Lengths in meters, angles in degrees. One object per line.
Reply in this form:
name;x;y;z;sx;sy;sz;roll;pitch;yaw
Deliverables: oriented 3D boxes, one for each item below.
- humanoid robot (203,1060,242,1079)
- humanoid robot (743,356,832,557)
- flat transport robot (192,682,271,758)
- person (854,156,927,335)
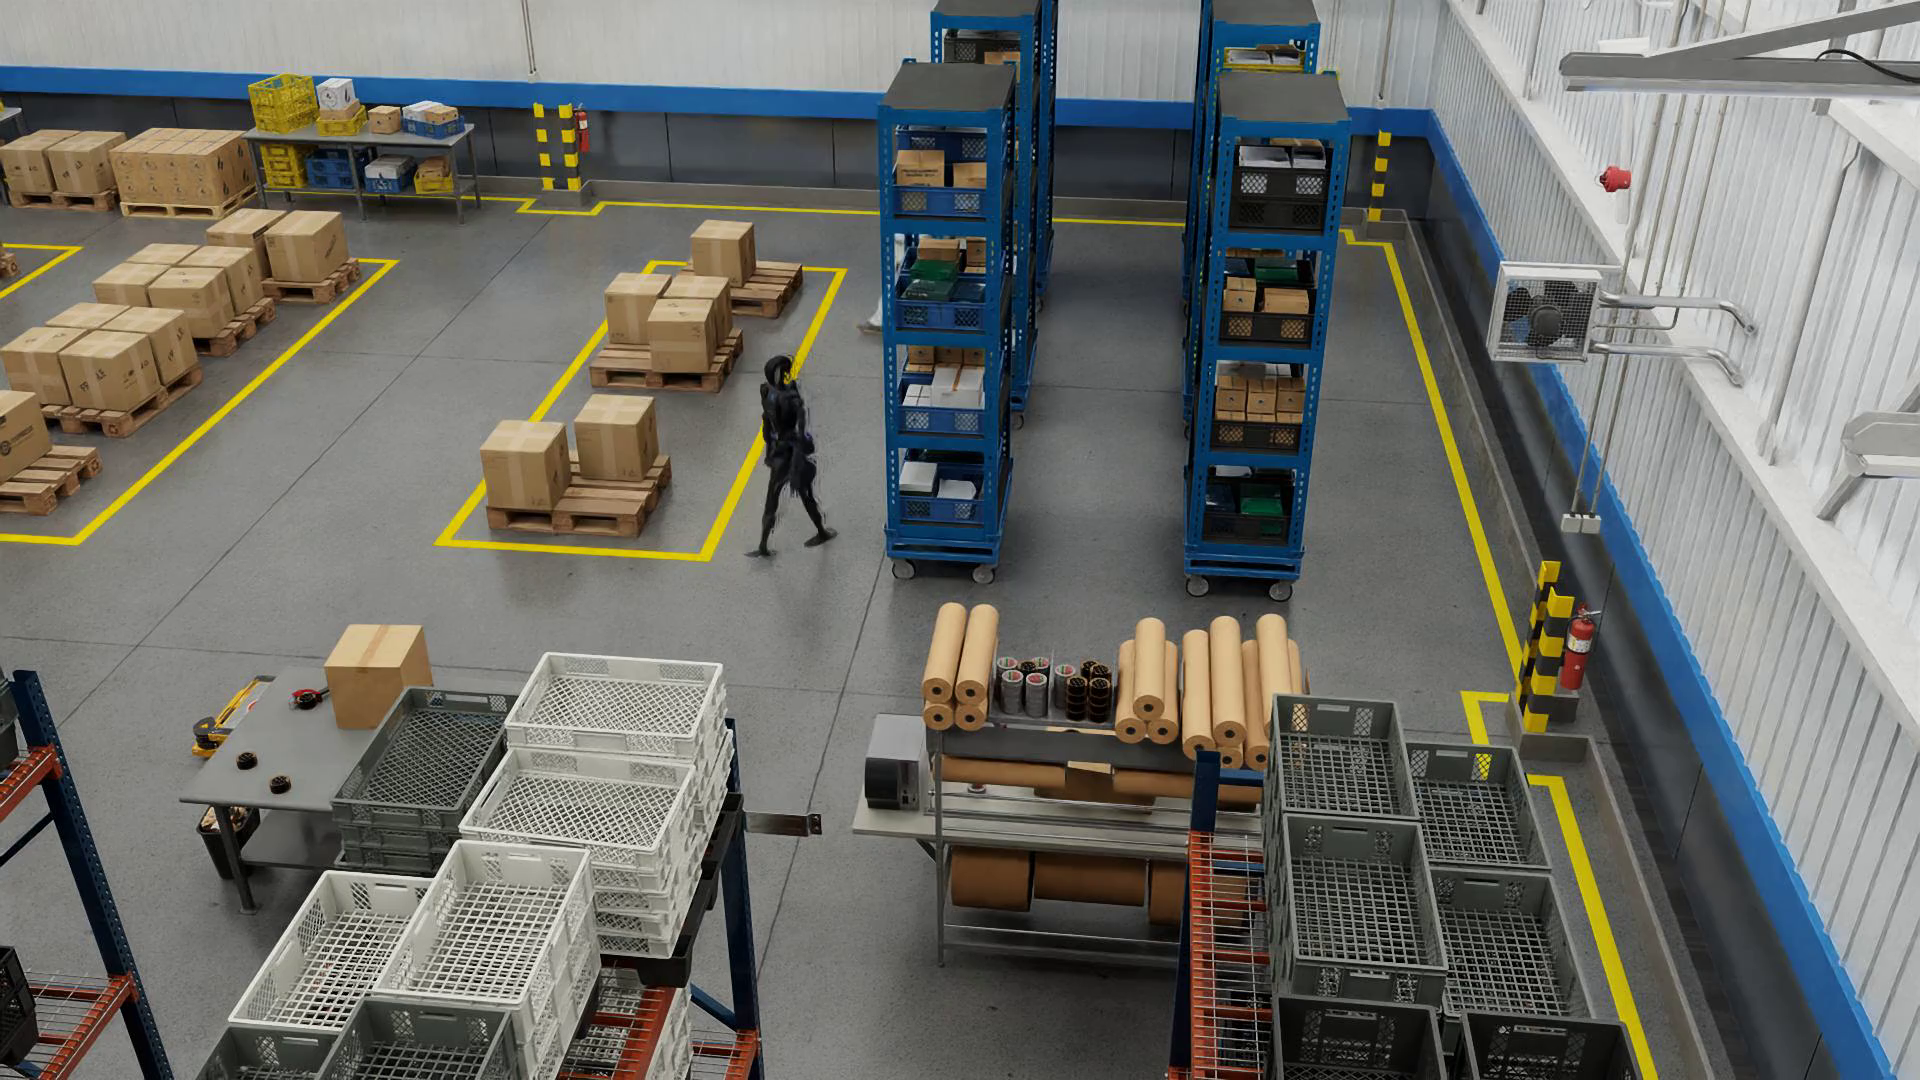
humanoid robot;-2.834;2.723;6.595;0.592;1.648;0.466;1;30;2
humanoid robot;-1.290;-0.612;12.373;0.612;1.627;0.767;26;39;37
flat transport robot;-4.089;1.163;10.648;1.431;0.197;0.652;3;30;6
person;-0.568;-2.778;15.889;0.884;1.836;0.598;-4;30;-7
